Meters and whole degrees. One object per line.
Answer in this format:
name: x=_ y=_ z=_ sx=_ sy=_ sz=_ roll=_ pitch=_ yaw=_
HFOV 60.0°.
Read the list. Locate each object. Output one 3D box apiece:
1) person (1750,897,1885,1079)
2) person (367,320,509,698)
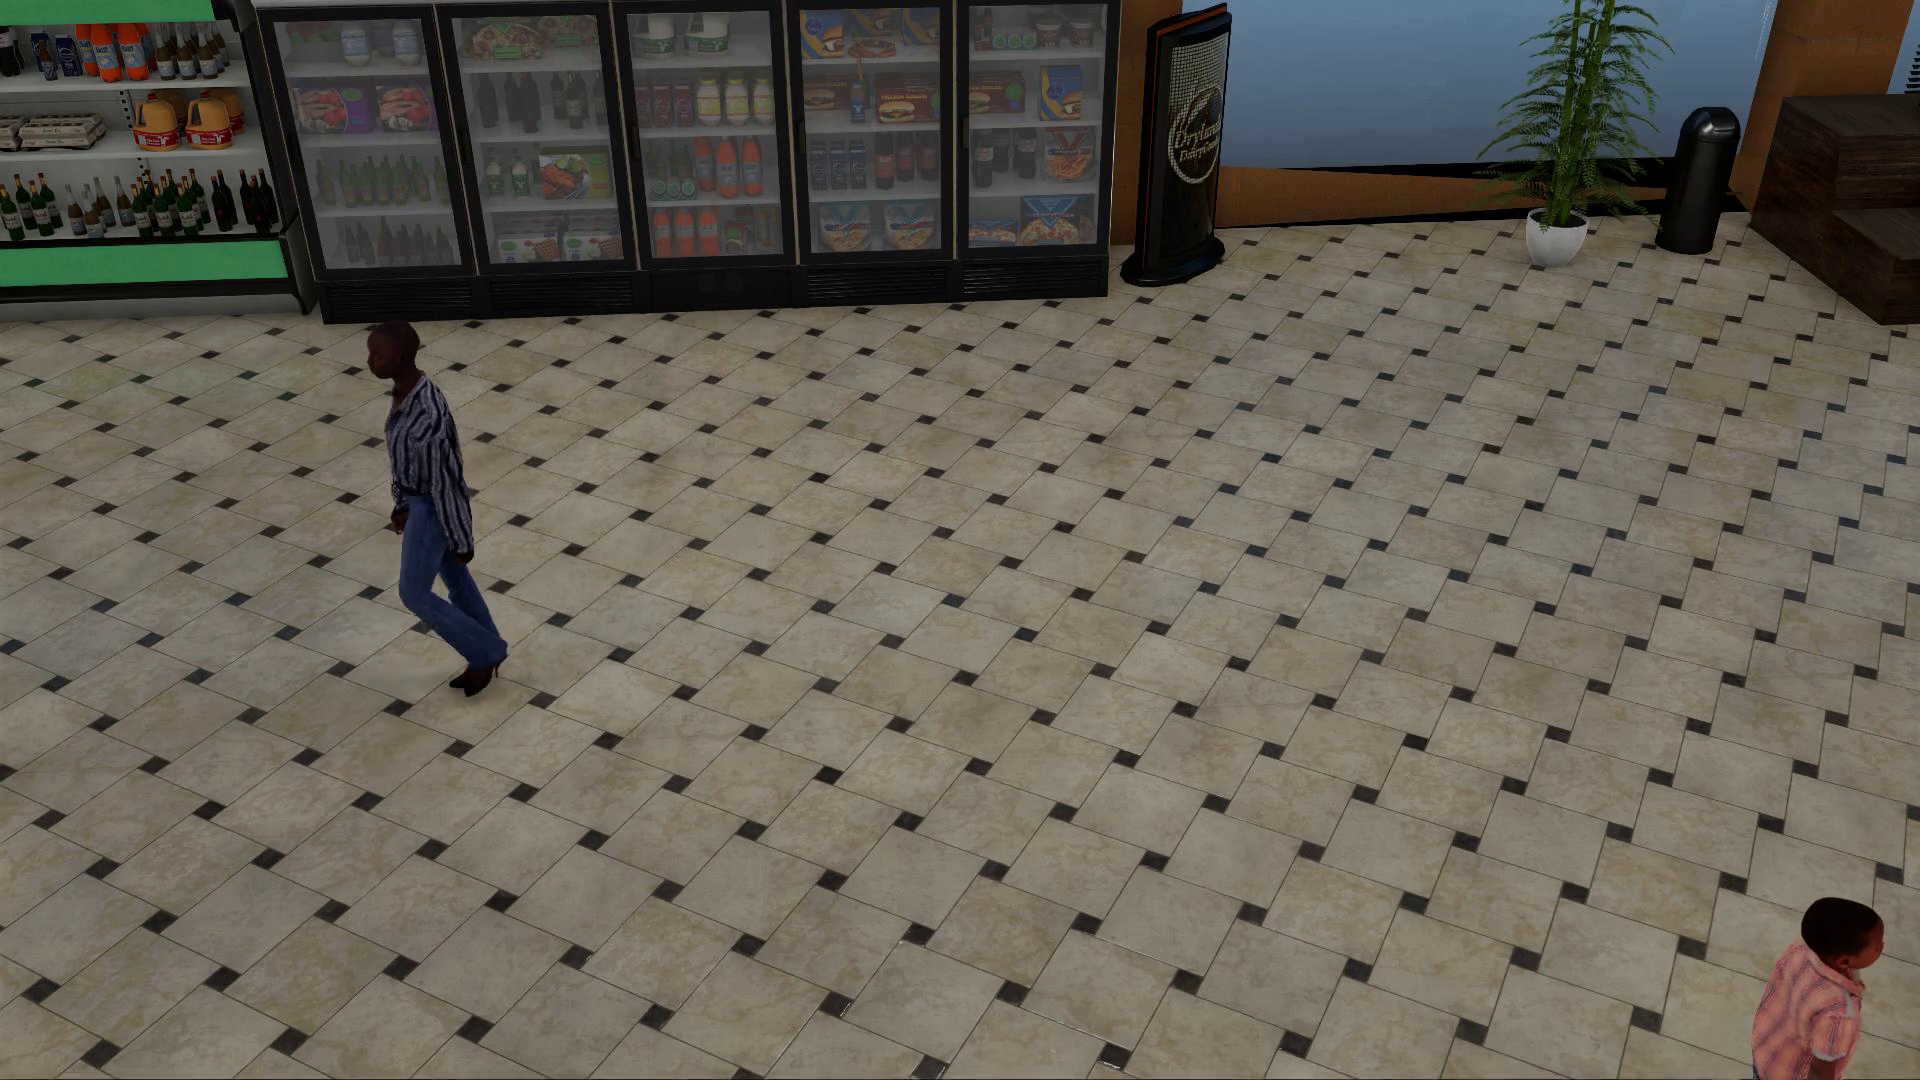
person: x=2.351 y=1.517 z=4.816 sx=0.764 sy=1.298 sz=0.586 roll=3 pitch=32 yaw=5
person: x=-2.105 y=-0.122 z=6.992 sx=0.747 sy=1.780 sz=0.730 roll=-15 pitch=35 yaw=-22
